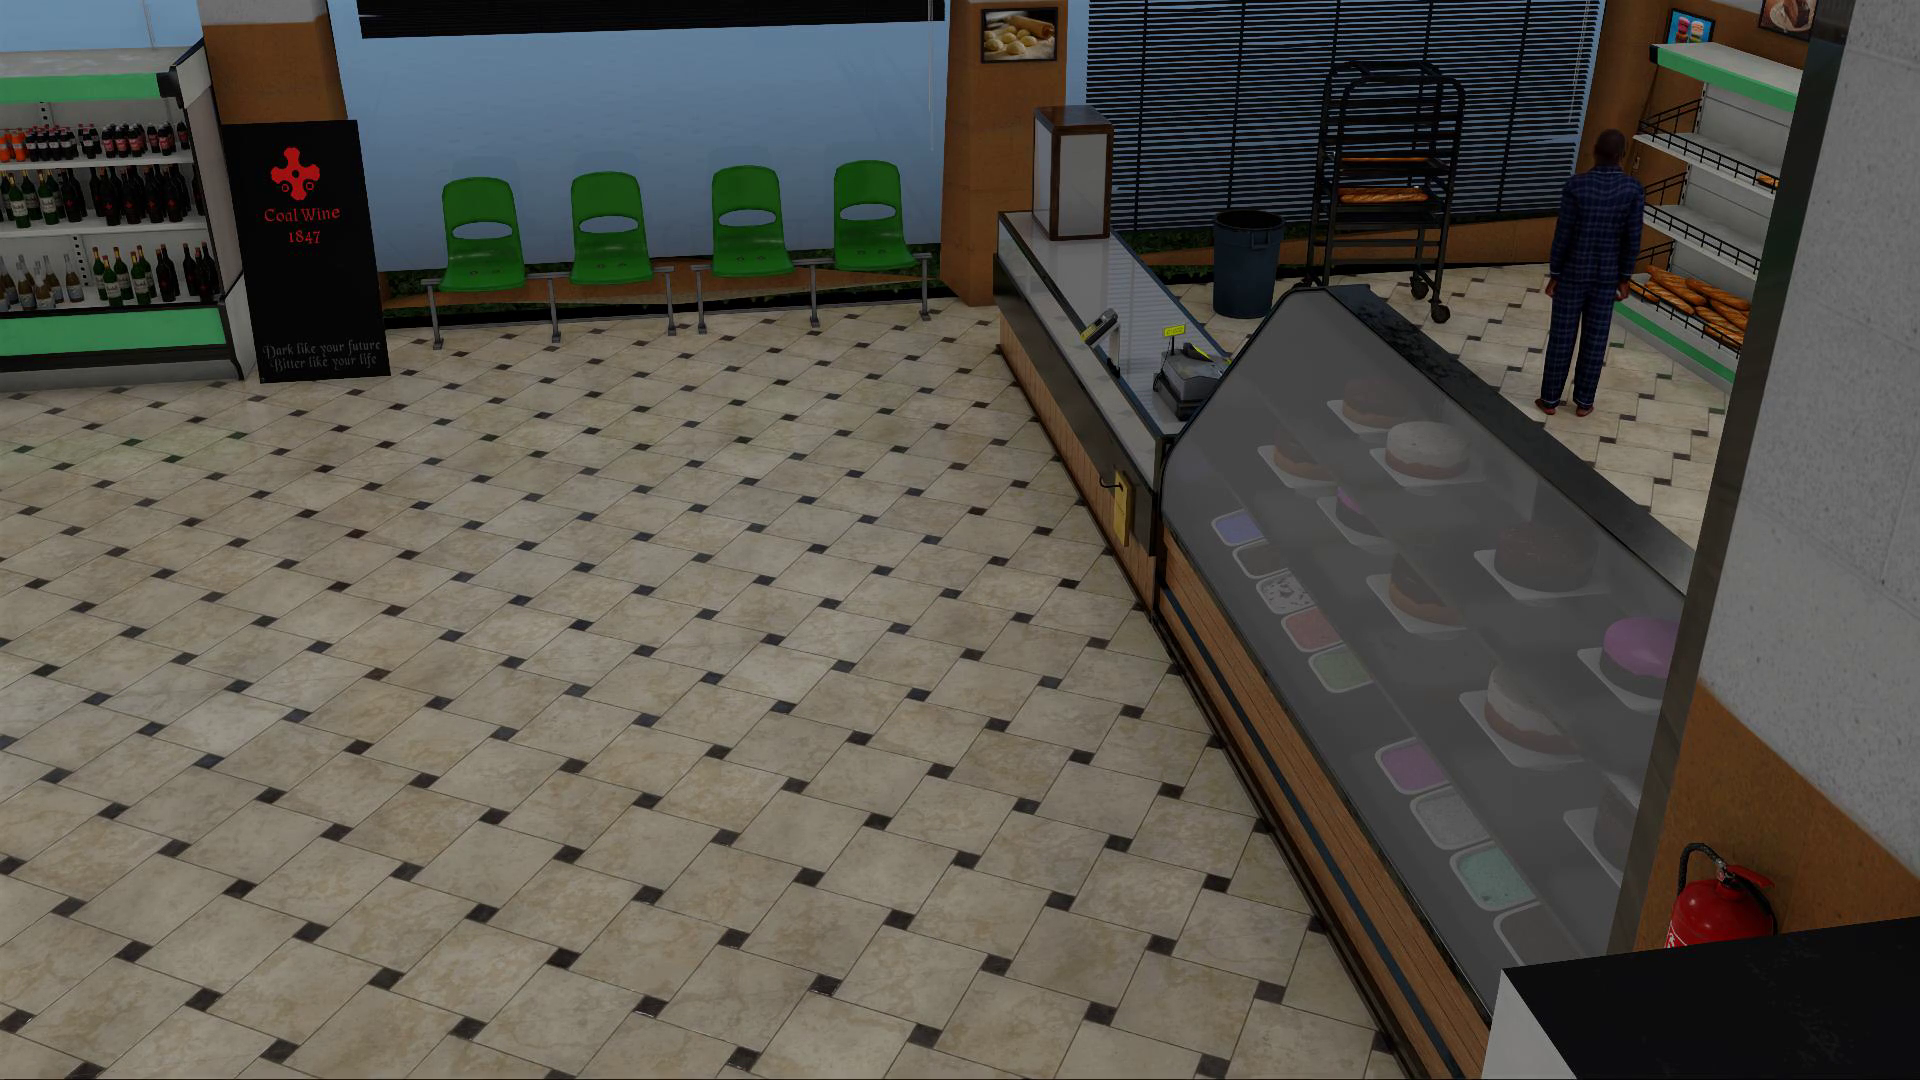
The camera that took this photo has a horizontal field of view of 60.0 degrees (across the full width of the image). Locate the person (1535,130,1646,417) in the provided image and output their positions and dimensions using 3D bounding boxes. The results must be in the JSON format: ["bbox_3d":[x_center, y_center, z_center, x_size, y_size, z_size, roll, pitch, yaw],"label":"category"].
[{"bbox_3d":[3.927,-1.662,10.404,0.698,1.824,0.828,6,28,12],"label":"person"}]
